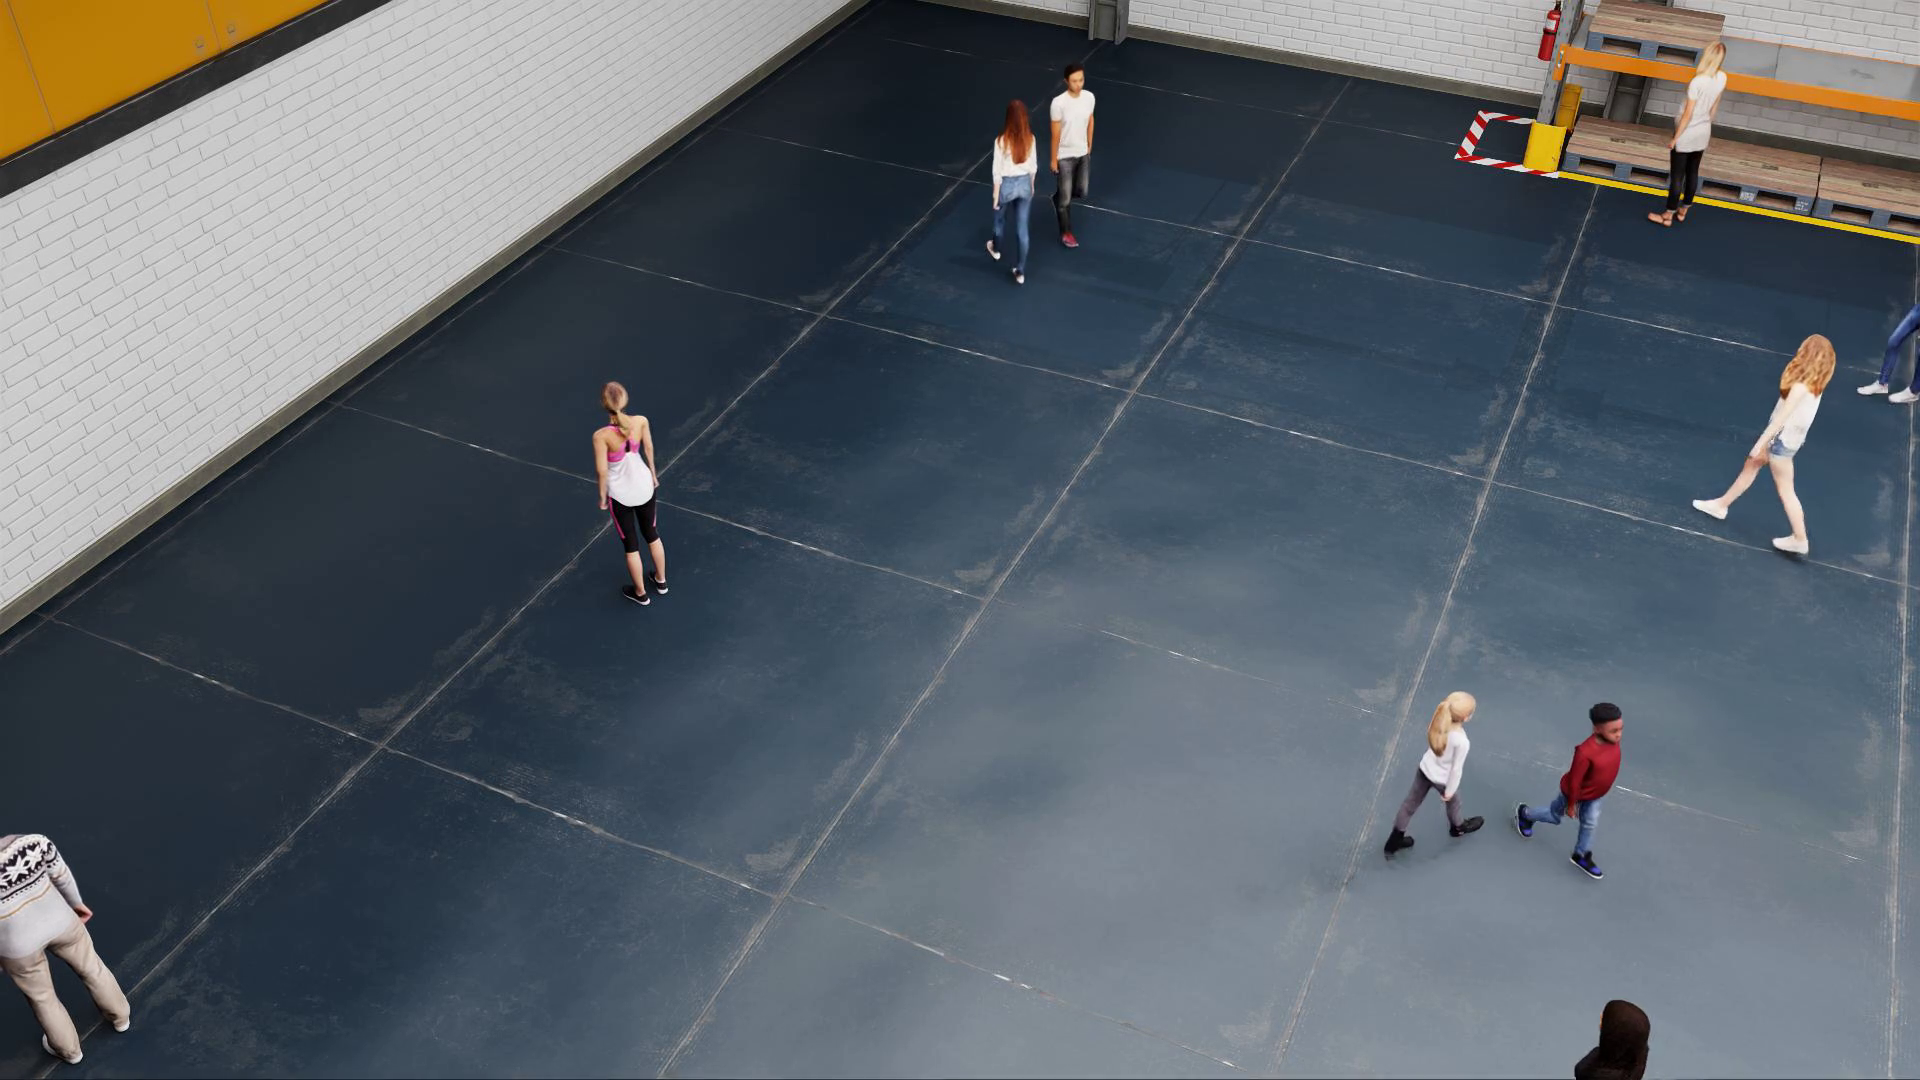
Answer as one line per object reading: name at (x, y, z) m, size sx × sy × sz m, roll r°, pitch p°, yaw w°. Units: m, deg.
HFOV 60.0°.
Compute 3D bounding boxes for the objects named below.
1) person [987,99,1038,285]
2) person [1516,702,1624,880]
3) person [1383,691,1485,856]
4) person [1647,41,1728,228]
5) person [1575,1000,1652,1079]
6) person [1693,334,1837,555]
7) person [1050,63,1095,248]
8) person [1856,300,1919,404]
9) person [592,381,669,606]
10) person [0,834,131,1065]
person at (0.514, -3.130, 15.108) m, size 0.982 × 1.705 × 0.989 m, roll -8°, pitch 39°, yaw -10°
person at (3.614, 1.415, 9.785) m, size 0.780 × 1.246 × 0.893 m, roll -19°, pitch 42°, yaw -22°
person at (2.764, 1.399, 9.805) m, size 0.900 × 1.245 × 0.874 m, roll -16°, pitch 41°, yaw -19°
person at (7.036, -3.890, 15.964) m, size 0.694 × 1.825 × 0.728 m, roll -17°, pitch 42°, yaw -20°
person at (3.051, 2.772, 7.779) m, size 0.749 × 1.628 × 0.841 m, roll -31°, pitch 48°, yaw -33°
person at (6.026, -0.643, 11.987) m, size 1.189 × 1.713 × 0.837 m, roll 32°, pitch 48°, yaw 33°
person at (0.998, -3.675, 15.730) m, size 0.903 × 1.781 × 0.991 m, roll -20°, pitch 43°, yaw -23°
person at (7.967, -1.833, 13.465) m, size 0.830 × 1.729 × 0.749 m, roll 2°, pitch 39°, yaw 2°
person at (-2.284, -0.319, 11.524) m, size 0.686 × 1.786 × 0.662 m, roll -29°, pitch 47°, yaw -31°
person at (-4.764, 2.004, 8.555) m, size 0.681 × 1.861 × 0.749 m, roll 30°, pitch 47°, yaw 32°
